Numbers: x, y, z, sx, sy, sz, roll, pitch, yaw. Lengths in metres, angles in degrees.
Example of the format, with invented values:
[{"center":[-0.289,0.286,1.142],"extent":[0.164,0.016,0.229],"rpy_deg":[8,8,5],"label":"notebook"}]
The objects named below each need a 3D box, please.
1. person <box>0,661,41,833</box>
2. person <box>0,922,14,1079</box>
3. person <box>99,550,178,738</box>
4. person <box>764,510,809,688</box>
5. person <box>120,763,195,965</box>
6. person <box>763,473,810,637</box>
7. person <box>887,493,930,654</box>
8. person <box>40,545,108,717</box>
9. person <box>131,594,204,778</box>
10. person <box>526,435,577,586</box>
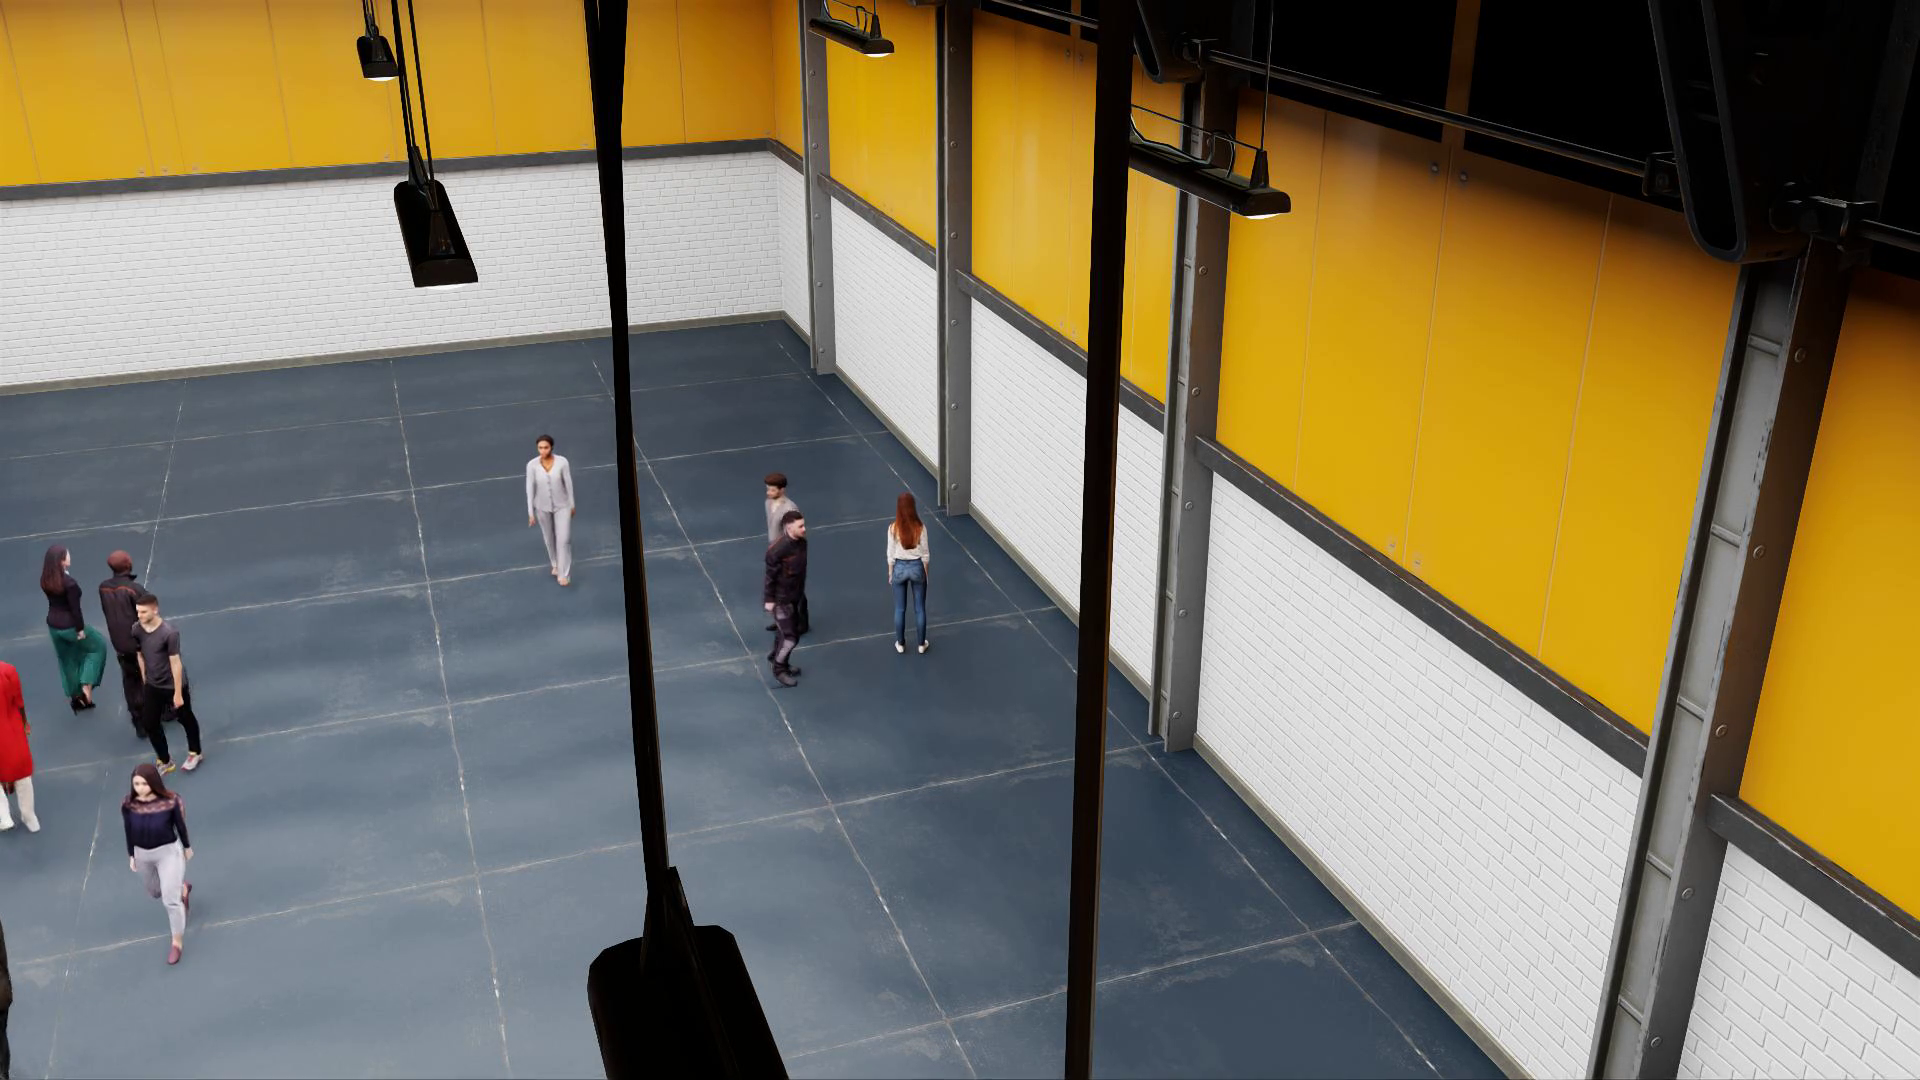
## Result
[{"center":[-7.947,1.631,13.771],"extent":[0.789,1.865,0.824],"rpy_deg":[-17,29,-33],"label":"person"},{"center":[-6.311,3.004,10.744],"extent":[1.157,1.776,0.967],"rpy_deg":[20,30,38],"label":"person"},{"center":[-7.653,0.990,15.310],"extent":[0.901,1.809,0.963],"rpy_deg":[4,24,9],"label":"person"},{"center":[-1.751,0.537,16.321],"extent":[0.950,1.828,0.897],"rpy_deg":[13,27,27],"label":"person"},{"center":[-5.982,2.354,12.465],"extent":[0.786,1.587,1.026],"rpy_deg":[-1,24,-3],"label":"person"},{"center":[-1.752,0.143,17.165],"extent":[0.885,1.873,0.788],"rpy_deg":[-14,27,-29],"label":"person"},{"center":[-0.519,0.334,16.909],"extent":[0.641,1.728,0.622],"rpy_deg":[0,24,1],"label":"person"},{"center":[-8.431,0.913,15.640],"extent":[0.777,1.685,0.824],"rpy_deg":[6,24,14],"label":"person"},{"center":[-7.004,1.243,14.808],"extent":[0.856,1.746,0.926],"rpy_deg":[5,24,11],"label":"person"},{"center":[-4.551,-0.388,18.597],"extent":[0.797,1.699,1.101],"rpy_deg":[-3,24,-7],"label":"person"}]
